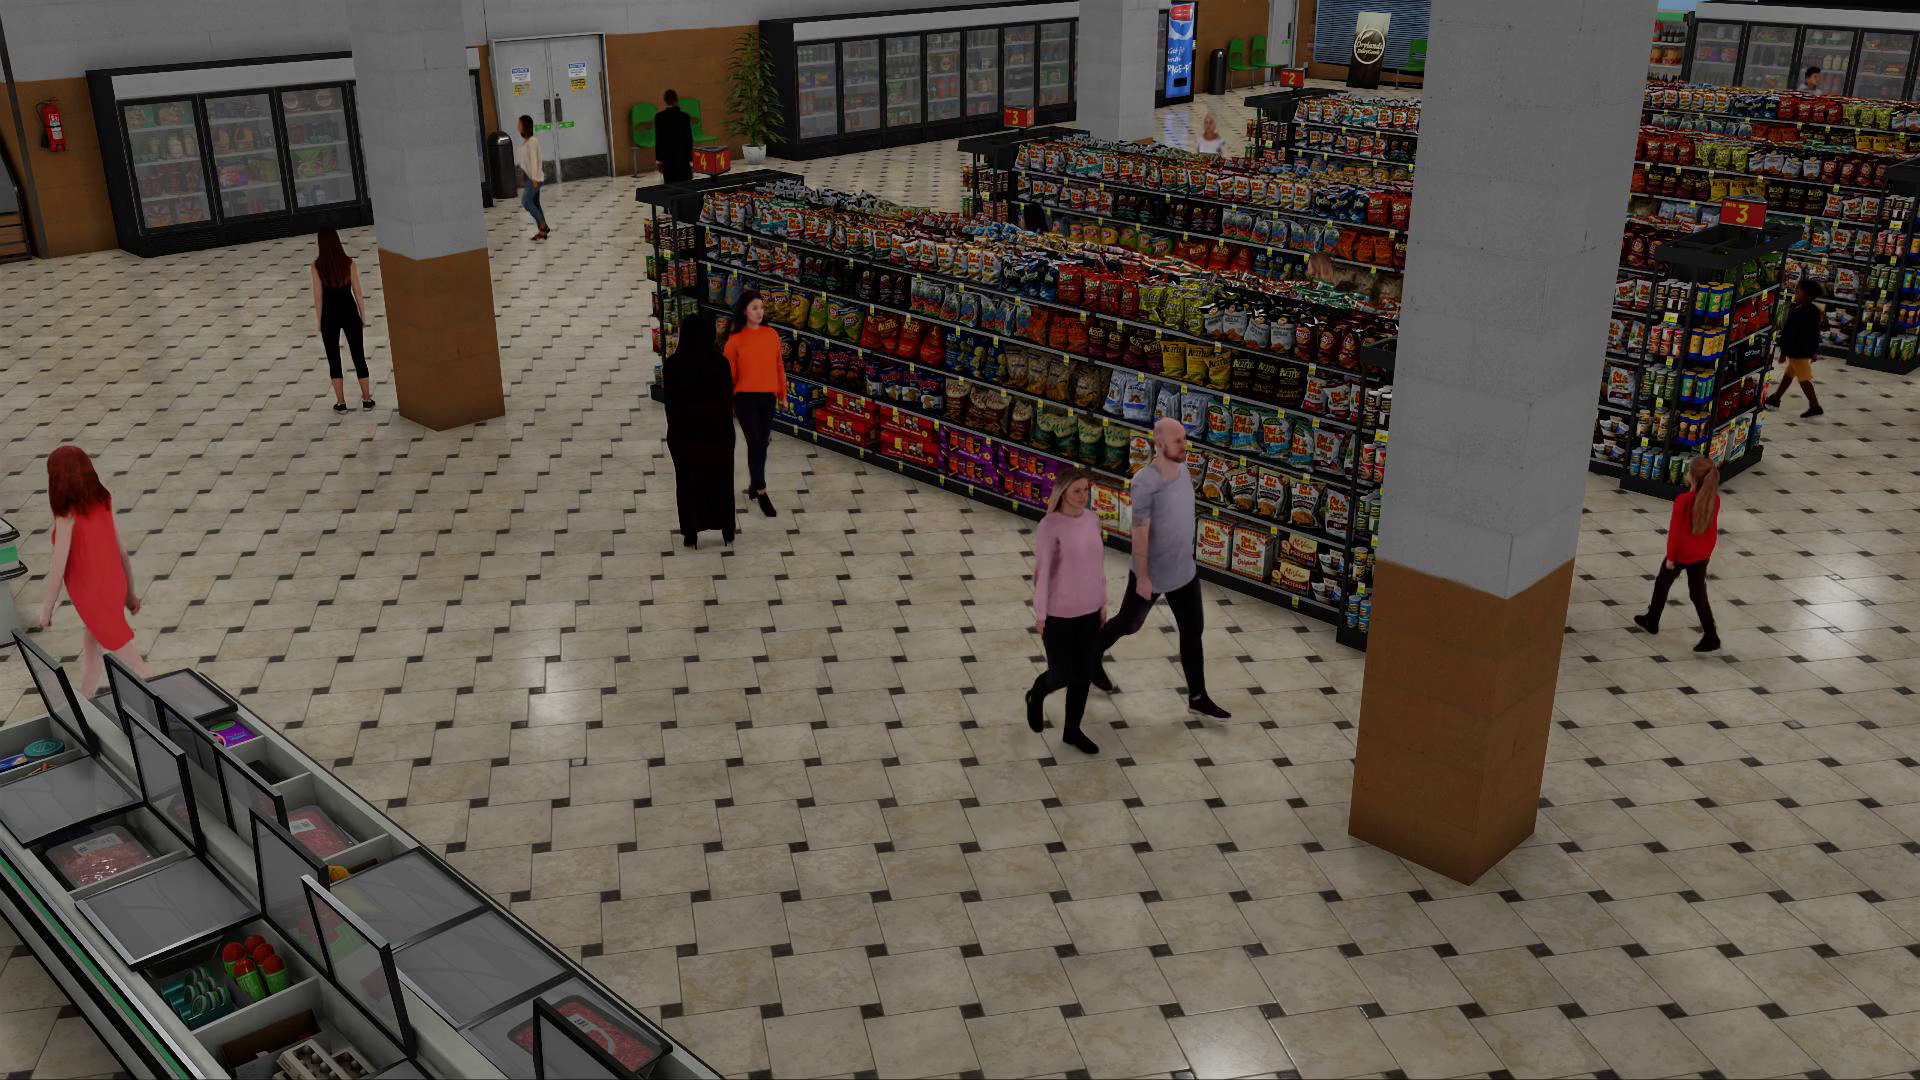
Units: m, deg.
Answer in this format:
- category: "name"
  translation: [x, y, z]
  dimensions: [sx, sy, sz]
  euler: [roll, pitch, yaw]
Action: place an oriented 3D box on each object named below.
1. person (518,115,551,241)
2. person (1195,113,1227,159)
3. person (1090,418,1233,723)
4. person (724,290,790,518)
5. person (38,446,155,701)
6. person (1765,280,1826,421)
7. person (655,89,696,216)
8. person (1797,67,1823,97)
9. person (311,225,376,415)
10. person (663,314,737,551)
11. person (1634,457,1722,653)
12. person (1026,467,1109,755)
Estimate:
- category: "person"
  translation: [-5.661, -4.862, 22.381]
  dimensions: [0.782, 1.668, 0.657]
  euler: [-9, 24, -21]
- category: "person"
  translation: [3.334, -4.826, 22.198]
  dimensions: [0.756, 1.738, 0.791]
  euler: [7, 23, 16]
- category: "person"
  translation: [1.083, 0.158, 9.723]
  dimensions: [1.244, 1.790, 0.696]
  euler: [20, 29, 41]
- category: "person"
  translation: [-1.627, -1.087, 12.899]
  dimensions: [0.679, 1.733, 0.828]
  euler: [-17, 27, -36]
- category: "person"
  translation: [-4.650, 0.381, 9.187]
  dimensions: [1.148, 1.776, 1.060]
  euler: [1, 22, 2]
- category: "person"
  translation: [7.697, -1.707, 15.096]
  dimensions: [0.592, 1.245, 0.916]
  euler: [-16, 27, -34]
- category: "person"
  translation: [-3.956, -5.257, 23.061]
  dimensions: [0.865, 1.894, 0.932]
  euler: [1, 22, 3]
- category: "person"
  translation: [12.960, -6.345, 25.736]
  dimensions: [0.831, 1.919, 0.853]
  euler: [-7, 23, -17]
- category: "person"
  translation: [-5.683, -2.021, 15.234]
  dimensions: [0.643, 1.725, 0.629]
  euler: [-9, 24, -22]
- category: "person"
  translation: [-1.881, -0.782, 12.109]
  dimensions: [0.761, 1.757, 0.773]
  euler: [-6, 23, -14]
- category: "person"
  translation: [4.665, 0.114, 10.544]
  dimensions: [0.795, 1.260, 0.976]
  euler: [-5, 22, -13]
- category: "person"
  translation: [0.572, 0.378, 9.325]
  dimensions: [0.692, 1.679, 0.806]
  euler: [-14, 26, -32]
